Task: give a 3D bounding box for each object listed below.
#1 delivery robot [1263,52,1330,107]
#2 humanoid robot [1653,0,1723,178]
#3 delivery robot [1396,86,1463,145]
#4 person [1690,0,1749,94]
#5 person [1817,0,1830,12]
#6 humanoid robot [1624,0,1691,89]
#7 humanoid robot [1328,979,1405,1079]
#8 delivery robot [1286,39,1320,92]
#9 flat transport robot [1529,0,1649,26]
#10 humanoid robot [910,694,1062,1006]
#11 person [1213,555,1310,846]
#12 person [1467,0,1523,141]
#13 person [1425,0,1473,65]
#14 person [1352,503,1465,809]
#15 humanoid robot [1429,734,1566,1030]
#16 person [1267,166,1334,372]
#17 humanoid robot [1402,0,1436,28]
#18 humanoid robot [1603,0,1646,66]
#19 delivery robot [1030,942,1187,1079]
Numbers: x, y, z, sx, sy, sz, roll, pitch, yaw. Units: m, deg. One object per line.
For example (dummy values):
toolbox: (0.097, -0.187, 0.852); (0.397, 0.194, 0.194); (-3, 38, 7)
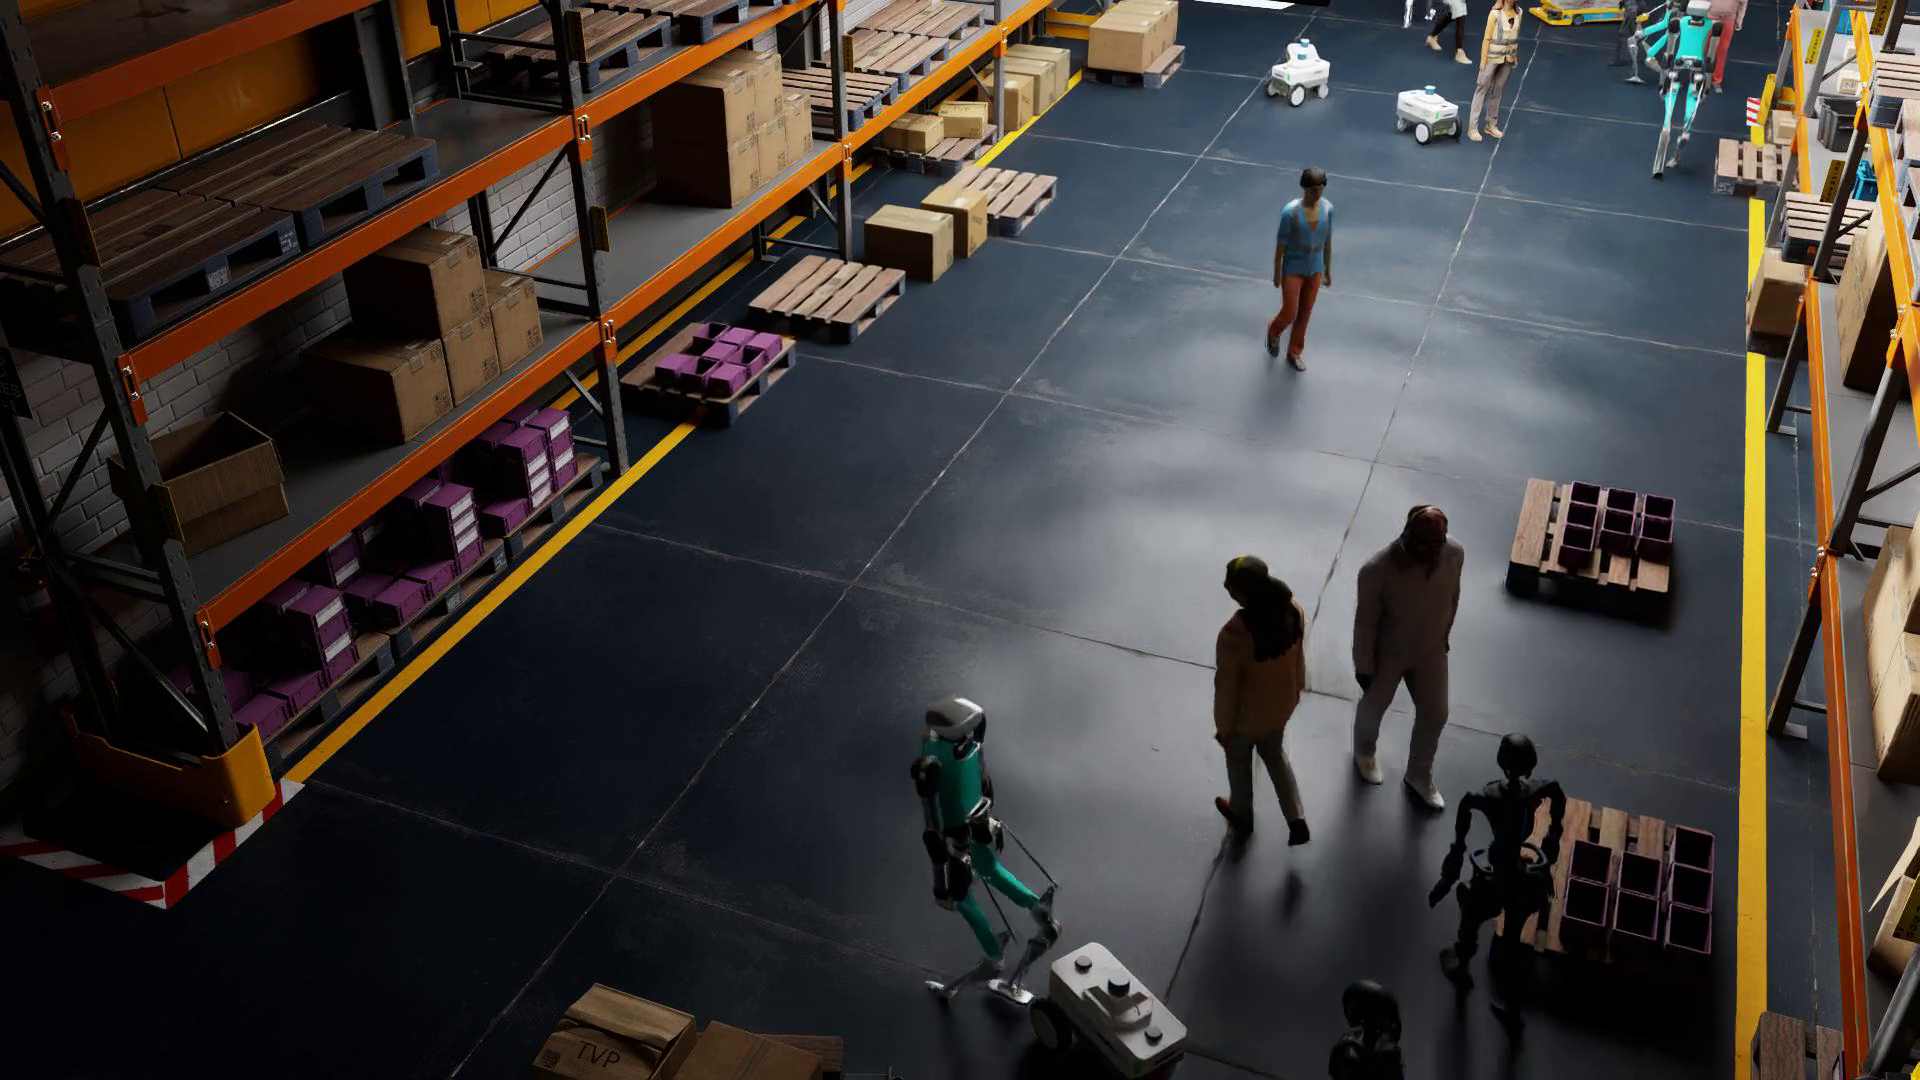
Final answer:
delivery robot: (4.053, -5.537, 19.869); (0.737, 0.564, 0.499); (-20, 38, -27)
humanoid robot: (7.594, -4.673, 17.541); (0.555, 1.854, 0.840); (14, 35, 21)
delivery robot: (5.295, -4.798, 18.772); (0.525, 0.614, 0.785); (-16, 36, -23)
person: (9.085, -6.228, 19.857); (0.526, 1.764, 0.336); (5, 33, 8)
person: (10.936, -6.788, 20.627); (0.519, 1.865, 0.391); (-1, 33, -1)
humanoid robot: (8.392, -6.258, 19.946); (0.893, 1.777, 0.570); (6, 33, 10)
humanoid robot: (1.612, 2.409, 6.583); (0.418, 1.651, 0.613); (21, 38, 29)
delivery robot: (4.183, -5.799, 20.296); (0.499, 0.587, 0.788); (2, 33, 3)
flat transport robot: (8.643, -7.279, 22.858); (1.431, 0.231, 0.659); (-6, 33, -9)
humanoid robot: (0.192, 1.567, 7.828); (0.798, 1.773, 0.533); (17, 36, 24)
person: (1.608, 0.895, 8.750); (0.616, 1.850, 0.630); (-16, 36, -23)
person: (5.981, -5.324, 18.440); (0.481, 1.775, 0.316); (-13, 35, -19)
person: (6.290, -6.942, 21.068); (0.822, 1.664, 0.541); (28, 42, 36)
person: (2.482, 0.656, 9.092); (0.658, 1.876, 0.772); (-10, 34, -15)
humanoid robot: (2.556, 1.607, 7.843); (0.601, 1.660, 0.484); (-5, 33, -8)
person: (2.824, -2.222, 13.668); (0.493, 1.752, 0.398); (-9, 34, -13)
humanoid robot: (6.274, -7.762, 22.304); (0.581, 1.808, 0.946); (21, 38, 29)
humanoid robot: (8.445, -6.778, 20.799); (0.554, 1.629, 0.589); (0, 33, 0)
delivery robot: (0.713, 2.254, 7.839); (0.513, 0.594, 0.765); (-20, 38, -28)
